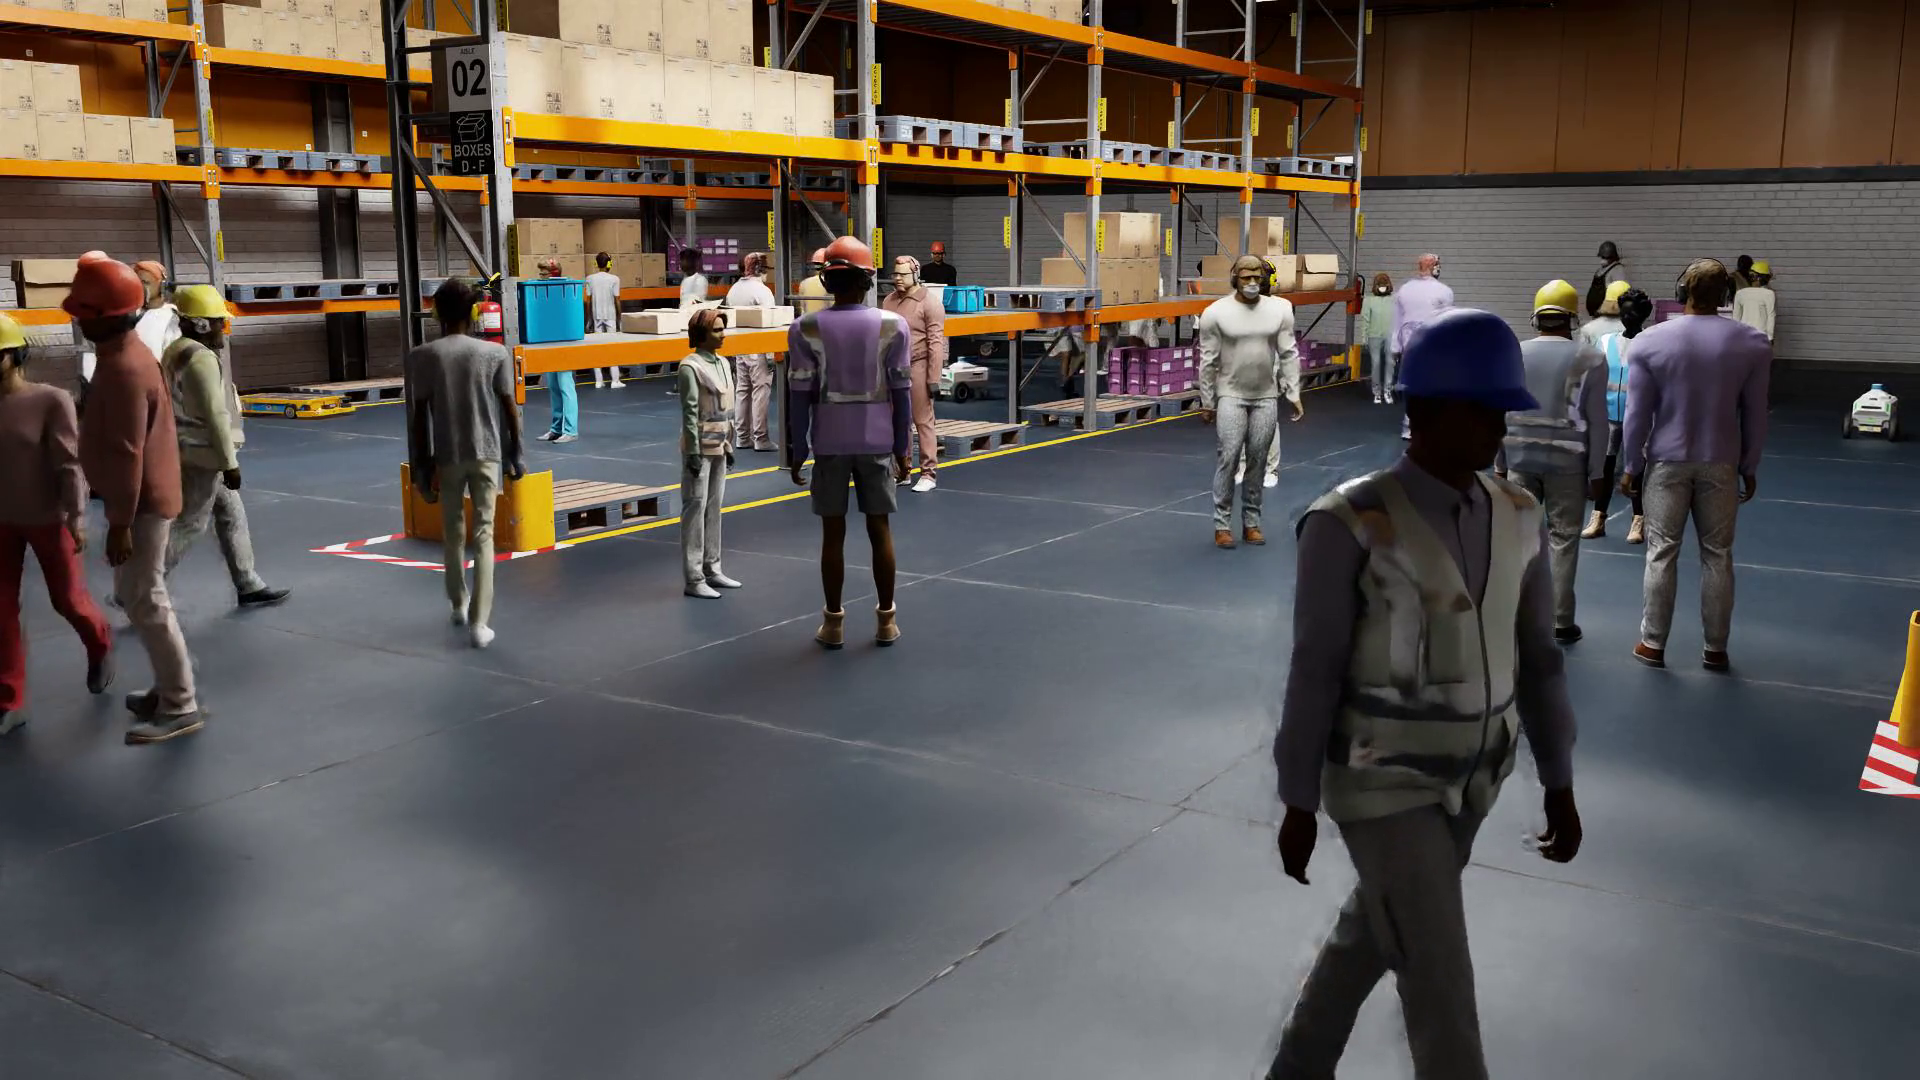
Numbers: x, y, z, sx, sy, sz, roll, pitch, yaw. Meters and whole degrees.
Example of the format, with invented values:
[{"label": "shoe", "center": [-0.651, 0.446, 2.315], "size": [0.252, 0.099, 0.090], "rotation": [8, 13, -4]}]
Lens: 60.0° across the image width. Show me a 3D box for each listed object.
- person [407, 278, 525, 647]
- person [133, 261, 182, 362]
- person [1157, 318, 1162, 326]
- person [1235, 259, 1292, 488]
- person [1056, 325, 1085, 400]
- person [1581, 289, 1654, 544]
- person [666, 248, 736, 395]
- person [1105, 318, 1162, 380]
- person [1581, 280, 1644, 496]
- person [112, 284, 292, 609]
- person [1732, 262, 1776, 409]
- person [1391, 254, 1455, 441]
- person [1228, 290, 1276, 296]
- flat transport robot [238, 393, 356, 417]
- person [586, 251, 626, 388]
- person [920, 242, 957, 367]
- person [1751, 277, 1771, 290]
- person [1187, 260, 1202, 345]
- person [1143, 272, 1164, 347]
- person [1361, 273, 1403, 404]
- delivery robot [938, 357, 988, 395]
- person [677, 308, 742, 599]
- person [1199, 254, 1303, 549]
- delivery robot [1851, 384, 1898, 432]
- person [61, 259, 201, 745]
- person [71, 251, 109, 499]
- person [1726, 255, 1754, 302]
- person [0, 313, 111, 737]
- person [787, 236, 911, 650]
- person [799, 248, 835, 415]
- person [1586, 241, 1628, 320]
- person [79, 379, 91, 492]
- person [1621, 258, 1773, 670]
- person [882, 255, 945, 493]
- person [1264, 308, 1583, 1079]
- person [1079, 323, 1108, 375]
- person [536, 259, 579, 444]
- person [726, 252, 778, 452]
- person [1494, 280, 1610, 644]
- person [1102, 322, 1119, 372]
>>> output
[{"label": "person", "center": [-2.512, -0.412, 8.515], "size": [0.518, 1.830, 0.847], "rotation": [-2, 10, -9]}, {"label": "person", "center": [-5.449, -0.945, 11.302], "size": [0.574, 1.884, 0.356], "rotation": [1, 10, 5]}, {"label": "person", "center": [2.810, -3.470, 25.167], "size": [0.542, 1.930, 0.374], "rotation": [6, 12, 28]}, {"label": "person", "center": [2.462, -1.357, 13.652], "size": [0.532, 1.861, 0.319], "rotation": [7, 13, 36]}, {"label": "person", "center": [1.419, -2.701, 20.911], "size": [0.572, 1.925, 0.418], "rotation": [8, 13, 38]}, {"label": "person", "center": [4.465, -0.825, 11.153], "size": [0.529, 1.697, 0.321], "rotation": [9, 13, 40]}, {"label": "person", "center": [-3.429, -2.882, 21.925], "size": [0.903, 1.935, 0.602], "rotation": [-8, 13, -38]}, {"label": "person", "center": [2.460, -3.148, 23.307], "size": [0.883, 1.974, 0.640], "rotation": [-7, 12, -33]}, {"label": "person", "center": [5.096, -1.184, 13.105], "size": [0.494, 1.711, 0.771], "rotation": [6, 12, 31]}, {"label": "person", "center": [-4.111, -0.458, 8.870], "size": [0.881, 1.800, 0.594], "rotation": [-7, 13, -35]}, {"label": "person", "center": [9.563, -2.460, 20.038], "size": [0.329, 1.763, 0.523], "rotation": [-7, 12, -33]}, {"label": "person", "center": [4.802, -1.958, 16.947], "size": [0.912, 1.869, 0.642], "rotation": [-7, 13, -35]}, {"label": "person", "center": [3.078, -2.063, 17.703], "size": [0.595, 1.815, 0.551], "rotation": [7, 12, 33]}, {"label": "flat transport robot", "center": [-7.801, -1.568, 19.222], "size": [1.431, 0.197, 0.652], "rotation": [3, 11, 17]}, {"label": "person", "center": [-4.858, -3.007, 22.770], "size": [0.533, 1.868, 0.310], "rotation": [2, 10, 8]}, {"label": "person", "center": [-0.357, -3.766, 26.622], "size": [0.609, 1.995, 0.376], "rotation": [0, 10, -1]}, {"label": "person", "center": [11.785, -3.238, 24.756], "size": [0.451, 1.613, 0.527], "rotation": [8, 13, 39]}, {"label": "person", "center": [4.004, -3.756, 27.406], "size": [0.529, 1.692, 0.321], "rotation": [3, 11, 17]}, {"label": "person", "center": [2.764, -3.335, 24.547], "size": [0.355, 1.883, 0.572], "rotation": [-5, 12, -27]}, {"label": "person", "center": [5.206, -2.476, 20.518], "size": [0.519, 1.611, 0.494], "rotation": [2, 10, 9]}, {"label": "delivery robot", "center": [0.021, -2.058, 20.892], "size": [0.707, 0.478, 0.477], "rotation": [-10, 14, -44]}, {"label": "person", "center": [-1.441, -0.499, 9.500], "size": [0.314, 1.641, 0.515], "rotation": [3, 11, 17]}, {"label": "person", "center": [1.906, -0.916, 10.993], "size": [0.647, 1.930, 0.447], "rotation": [-2, 10, -10]}, {"label": "delivery robot", "center": [9.339, -1.350, 16.968], "size": [0.477, 0.478, 0.707], "rotation": [7, 12, 34]}, {"label": "person", "center": [-3.325, -0.142, 6.686], "size": [0.389, 1.957, 0.698], "rotation": [-5, 11, -25]}, {"label": "person", "center": [-6.647, -1.264, 12.919], "size": [0.543, 1.939, 0.360], "rotation": [9, 14, 41]}, {"label": "person", "center": [11.776, -3.392, 25.095], "size": [0.654, 1.804, 0.457], "rotation": [-4, 11, -21]}, {"label": "person", "center": [-3.914, -0.099, 7.012], "size": [0.534, 1.739, 0.768], "rotation": [-1, 10, -5]}, {"label": "person", "center": [-0.545, -0.472, 8.253], "size": [0.607, 2.039, 0.395], "rotation": [-1, 10, -7]}, {"label": "person", "center": [-1.568, -2.391, 19.187], "size": [0.552, 1.934, 0.400], "rotation": [5, 11, 26]}, {"label": "person", "center": [9.378, -3.348, 24.183], "size": [0.546, 2.000, 0.702], "rotation": [0, 10, 0]}, {"label": "person", "center": [-6.820, -1.198, 13.370], "size": [0.523, 1.644, 0.306], "rotation": [1, 10, 5]}, {"label": "person", "center": [3.446, -0.349, 7.847], "size": [0.629, 1.940, 0.379], "rotation": [3, 11, 18]}, {"label": "person", "center": [-0.418, -1.338, 13.446], "size": [0.644, 1.900, 0.399], "rotation": [10, 14, 43]}, {"label": "person", "center": [0.965, 0.480, 3.391], "size": [0.634, 1.893, 1.021], "rotation": [-6, 12, -31]}, {"label": "person", "center": [1.994, -3.443, 25.026], "size": [0.370, 1.927, 0.588], "rotation": [-8, 13, -36]}, {"label": "person", "center": [-4.009, -1.885, 16.636], "size": [0.390, 1.838, 0.562], "rotation": [-9, 13, -40]}, {"label": "person", "center": [-1.954, -1.804, 16.008], "size": [0.402, 1.904, 0.652], "rotation": [-9, 14, -42]}, {"label": "person", "center": [2.980, -0.393, 8.422], "size": [0.593, 1.826, 0.404], "rotation": [8, 13, 39]}, {"label": "person", "center": [2.321, -3.387, 25.622], "size": [0.479, 1.607, 0.552], "rotation": [-4, 11, -19]}]
